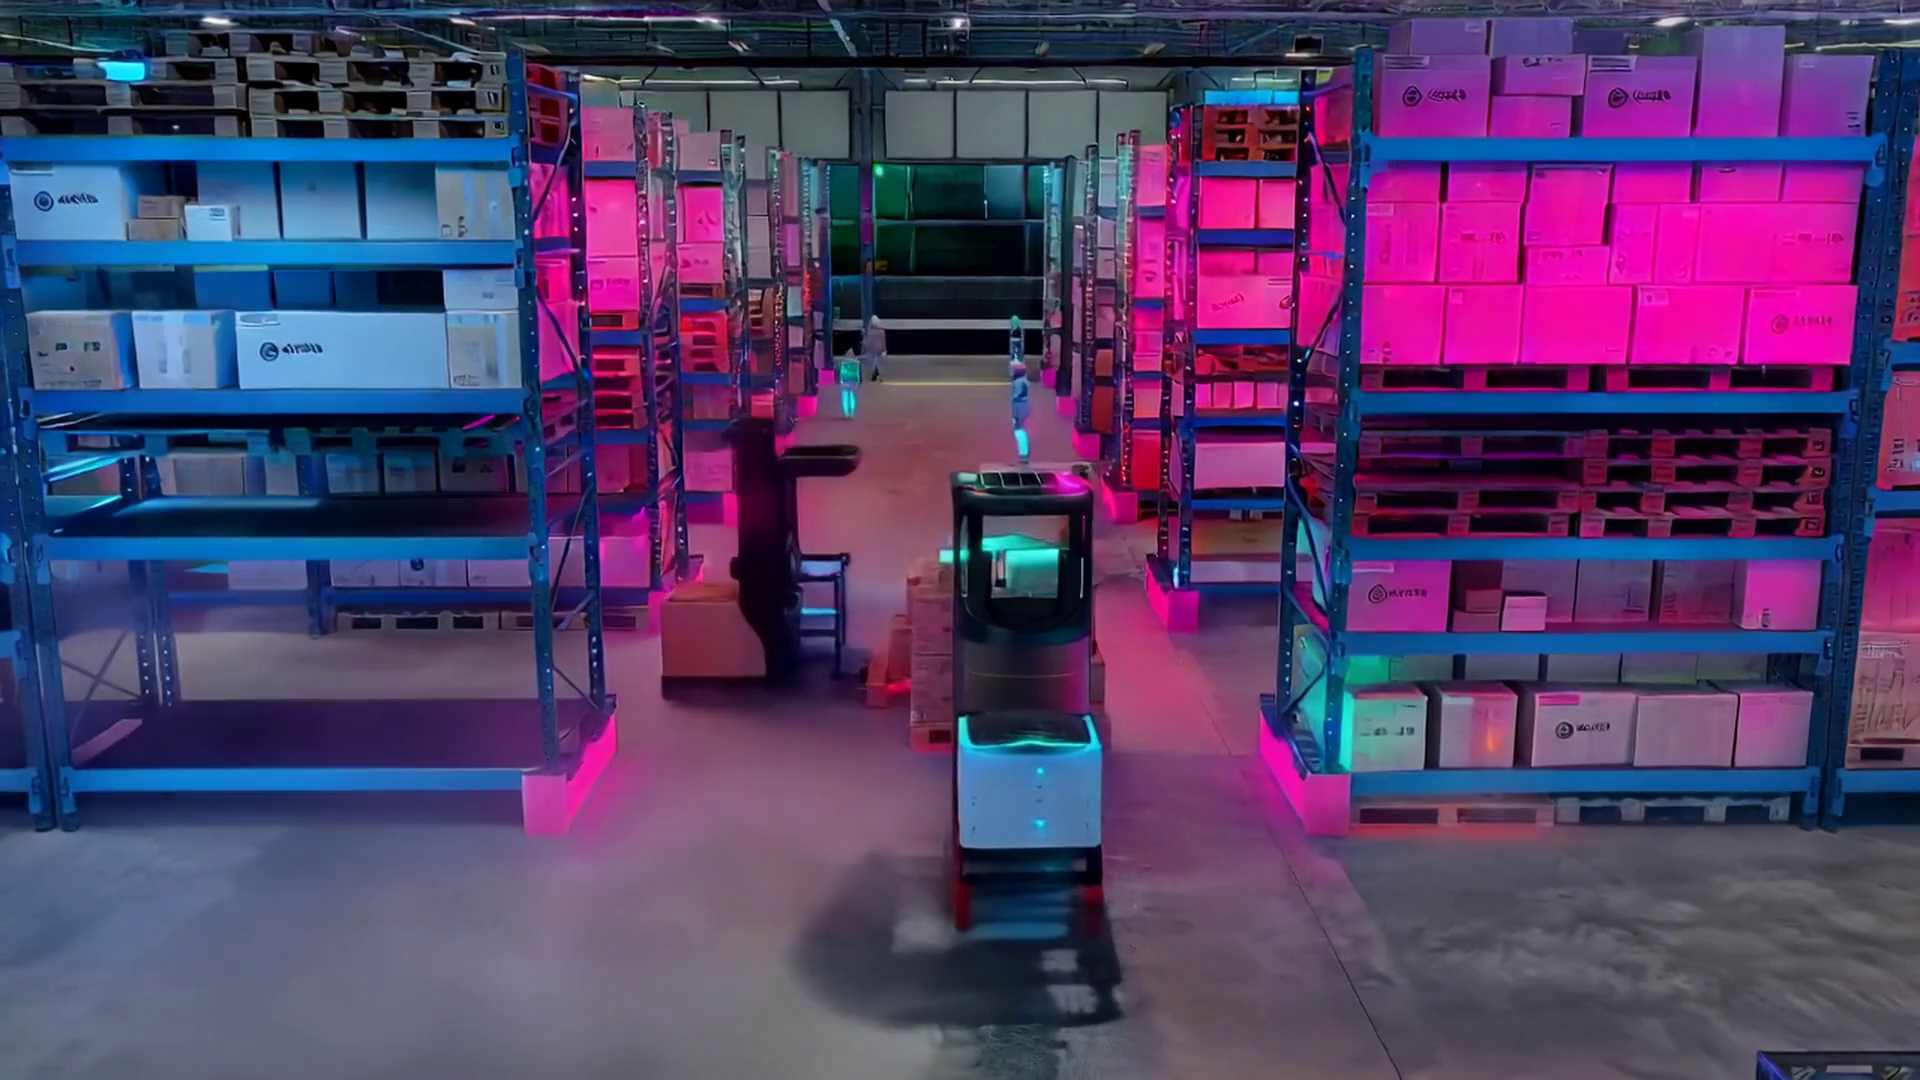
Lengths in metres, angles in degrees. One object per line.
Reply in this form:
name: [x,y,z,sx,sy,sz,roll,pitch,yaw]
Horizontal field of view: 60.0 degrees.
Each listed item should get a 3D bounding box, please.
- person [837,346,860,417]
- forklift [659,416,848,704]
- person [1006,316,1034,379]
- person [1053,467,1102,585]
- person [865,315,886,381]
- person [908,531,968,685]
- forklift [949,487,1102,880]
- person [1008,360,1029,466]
person: [-2.599,-3.691,38.982,0.541,1.687,0.471,-1,11,-3]
forklift: [-2.060,0.177,16.824,1.873,2.768,1.129,0,11,-1]
person: [1.714,-5.541,47.835,0.532,1.813,0.795,-10,15,-40]
person: [1.459,-0.130,21.411,0.882,1.635,0.631,-10,15,-41]
person: [-2.355,-5.414,47.001,0.642,1.893,0.727,-7,14,-33]
person: [-0.179,0.747,16.865,0.841,1.727,0.532,-2,12,-11]
forklift: [0.495,0.986,12.813,1.129,2.768,1.873,0,11,-2]
person: [1.113,-2.433,31.881,0.407,2.035,0.601,4,12,18]
